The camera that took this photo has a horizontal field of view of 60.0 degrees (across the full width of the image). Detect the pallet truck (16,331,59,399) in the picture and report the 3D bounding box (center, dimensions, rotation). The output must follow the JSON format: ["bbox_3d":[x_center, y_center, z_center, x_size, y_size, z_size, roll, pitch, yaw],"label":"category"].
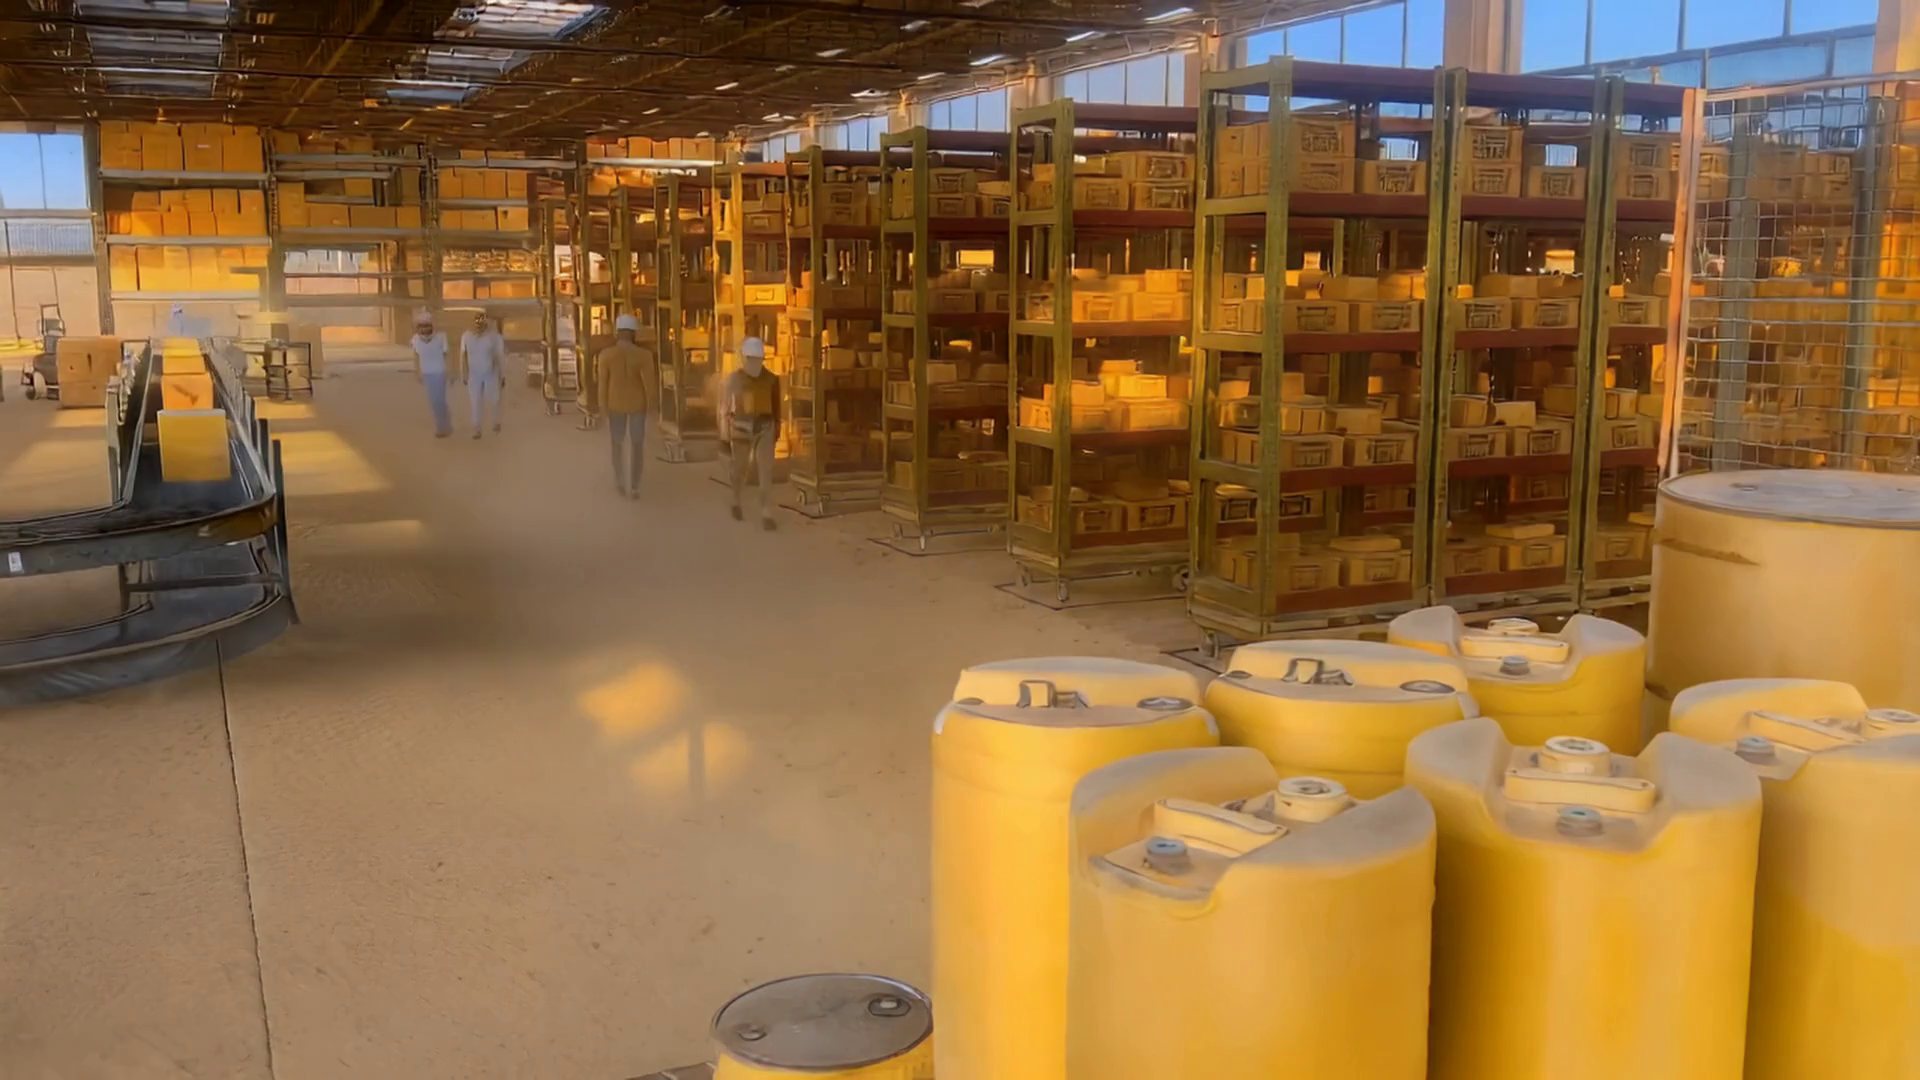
[{"bbox_3d":[-17.082,-3.353,31.781,1.630,1.274,0.653,-4,10,-25],"label":"pallet truck"}]

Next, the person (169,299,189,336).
[{"bbox_3d":[-17.309,-4.459,37.044,0.583,1.815,0.598,-5,10,-29],"label":"person"}]

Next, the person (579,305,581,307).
[{"bbox_3d":[-11.672,-6.777,51.327,1.012,1.853,0.644,-6,11,-34],"label":"person"}]

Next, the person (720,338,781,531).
[{"bbox_3d":[-1.986,-1.014,15.731,0.603,1.805,0.843,-4,10,-24],"label":"person"}]

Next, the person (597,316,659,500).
[{"bbox_3d":[-3.551,-1.420,17.808,0.651,1.933,1.040,-2,9,-11],"label":"person"}]

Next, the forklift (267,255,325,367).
[{"bbox_3d":[-16.620,-5.565,40.617,1.873,2.768,1.129,-4,10,-25],"label":"forklift"}]

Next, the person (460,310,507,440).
[{"bbox_3d":[-6.919,-2.419,24.227,0.666,1.874,0.814,-1,9,-4],"label":"person"}]

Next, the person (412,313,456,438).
[{"bbox_3d":[-7.649,-2.385,24.180,0.609,1.808,0.487,3,10,17],"label":"person"}]

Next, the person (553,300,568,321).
[{"bbox_3d":[-9.685,-5.039,40.355,0.403,1.914,0.633,3,10,17],"label":"person"}]

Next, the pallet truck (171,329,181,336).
[{"bbox_3d":[-17.275,-3.851,35.096,1.601,1.201,0.680,0,9,1],"label":"pallet truck"}]

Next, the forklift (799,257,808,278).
[{"bbox_3d":[-4.592,-6.605,47.063,1.873,2.768,1.129,-4,10,-25],"label":"forklift"}]
